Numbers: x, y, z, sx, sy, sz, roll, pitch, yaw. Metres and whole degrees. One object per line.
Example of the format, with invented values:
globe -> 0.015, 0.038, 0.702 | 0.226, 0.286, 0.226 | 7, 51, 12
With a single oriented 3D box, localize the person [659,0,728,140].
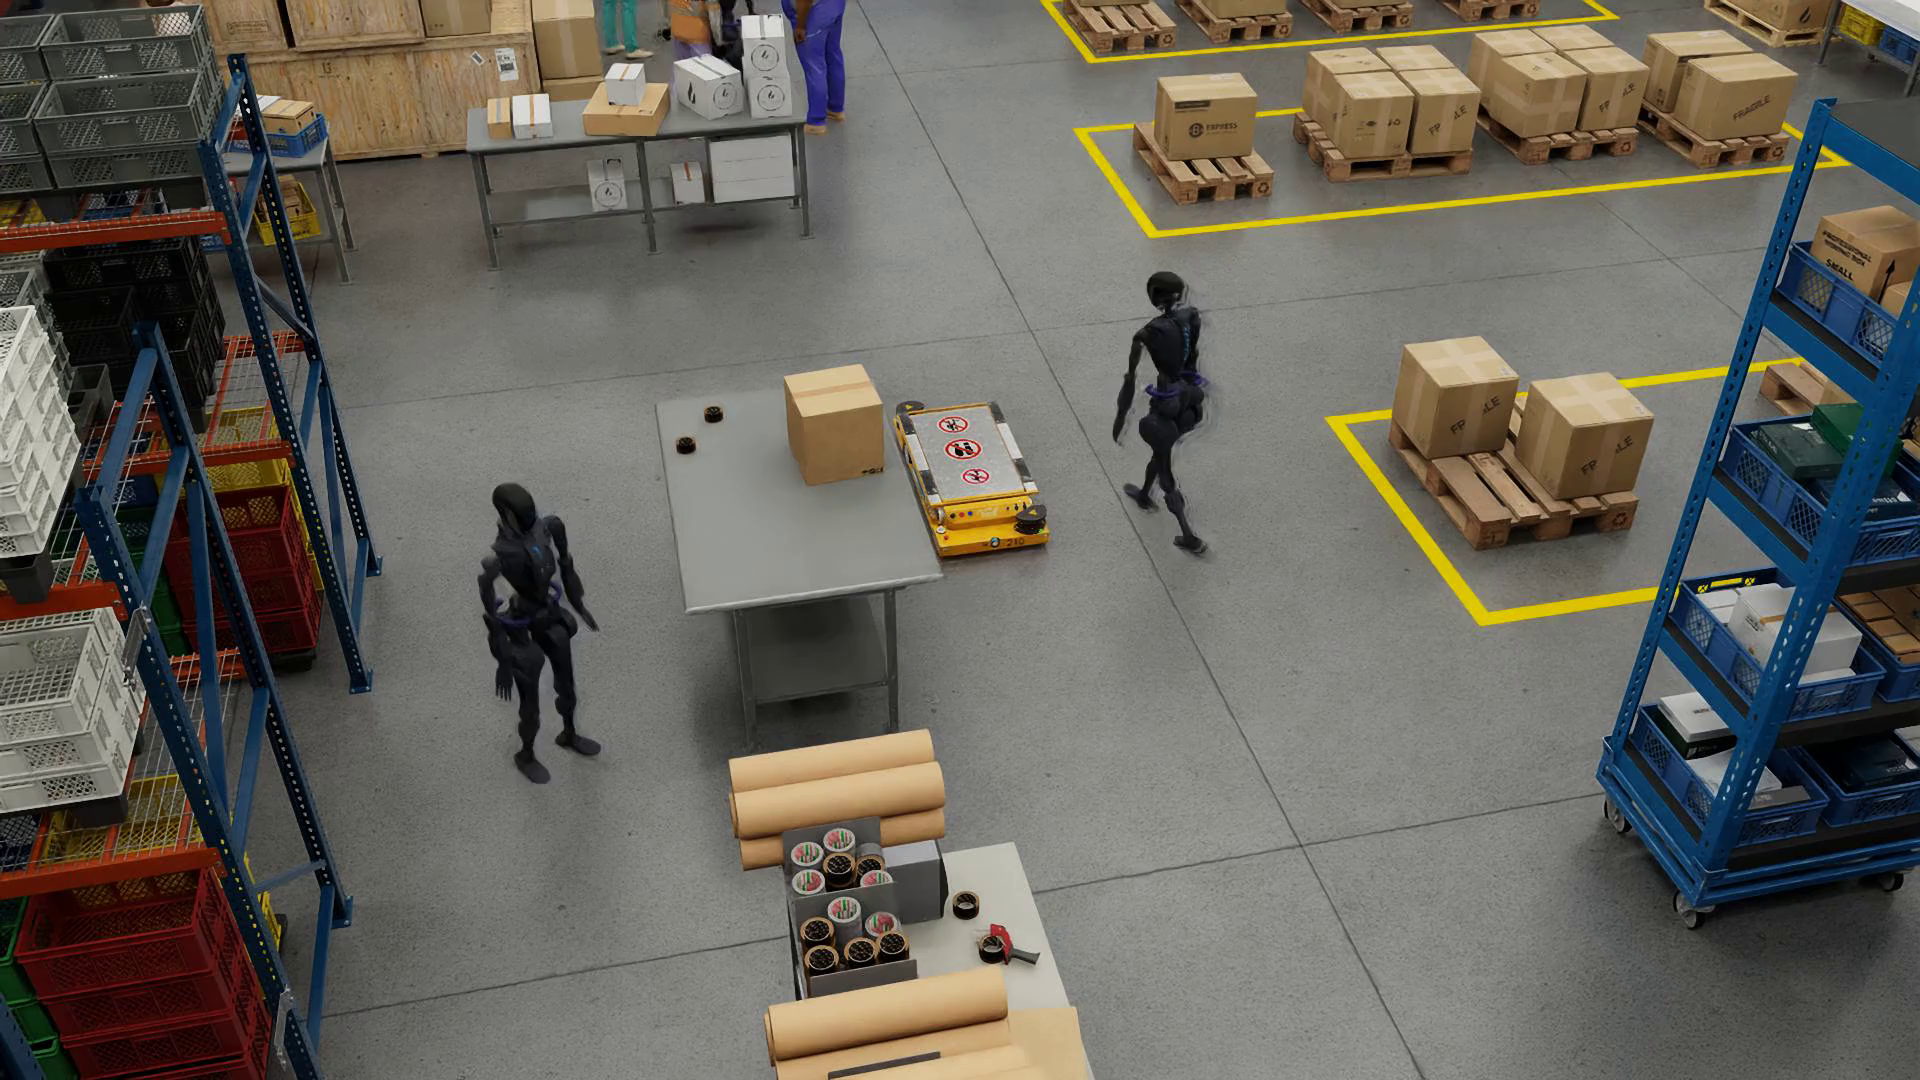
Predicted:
person -> -2.249, -4.272, 13.947 | 0.692, 1.889, 0.409 | 25, 43, 29

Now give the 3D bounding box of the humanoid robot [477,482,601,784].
humanoid robot -> -1.975, 0.420, 7.798 | 0.308, 1.657, 0.616 | 21, 41, 26

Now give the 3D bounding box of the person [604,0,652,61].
person -> -3.191, -5.391, 15.546 | 0.537, 1.765, 0.321 | 29, 45, 33

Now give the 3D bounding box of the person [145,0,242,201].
person -> -5.869, -3.406, 12.684 | 0.379, 1.994, 0.621 | -11, 38, -14

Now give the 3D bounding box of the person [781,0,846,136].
person -> -1.251, -4.472, 14.081 | 0.540, 2.000, 0.687 | 17, 40, 22

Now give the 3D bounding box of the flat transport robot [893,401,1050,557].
flat transport robot -> 0.046, -0.430, 10.108 | 0.652, 0.197, 1.431 | -8, 37, -10

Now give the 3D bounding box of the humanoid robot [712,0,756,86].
humanoid robot -> -2.020, -4.257, 14.109 | 0.661, 1.642, 0.446 | 20, 41, 24

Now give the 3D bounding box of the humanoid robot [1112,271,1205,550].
humanoid robot -> 1.207, -0.732, 9.413 | 0.569, 1.640, 0.748 | -27, 44, -31
